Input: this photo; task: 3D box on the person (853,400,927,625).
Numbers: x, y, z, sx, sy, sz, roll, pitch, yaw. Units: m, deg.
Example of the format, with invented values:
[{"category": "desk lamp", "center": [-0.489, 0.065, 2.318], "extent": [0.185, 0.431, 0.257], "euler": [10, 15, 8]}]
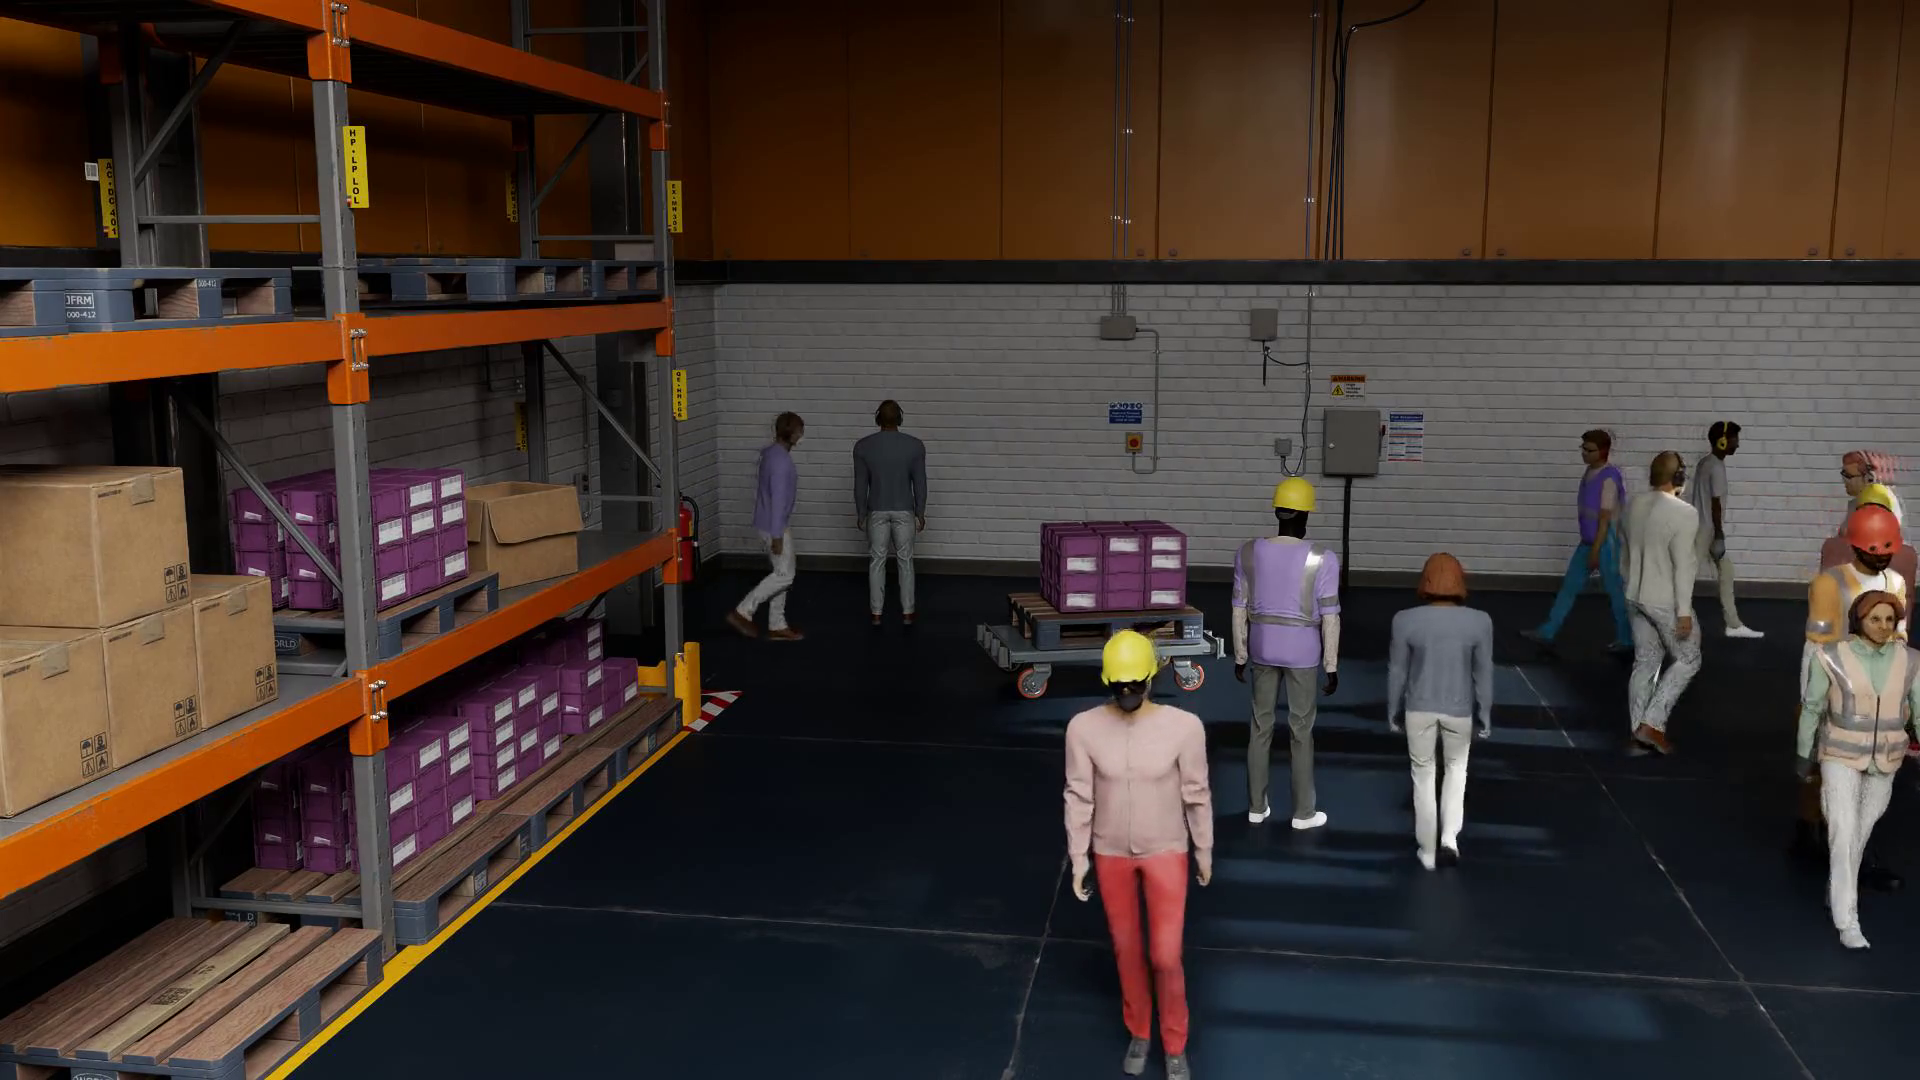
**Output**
[{"category": "person", "center": [-0.595, -0.233, 14.250], "extent": [0.629, 1.940, 0.372], "euler": [0, 9, 0]}]

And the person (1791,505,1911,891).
[{"category": "person", "center": [4.501, 0.769, 8.201], "extent": [0.572, 1.888, 0.812], "euler": [-4, 10, -24]}]

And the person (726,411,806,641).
[{"category": "person", "center": [-1.536, -0.092, 13.466], "extent": [0.593, 1.912, 0.662], "euler": [-1, 9, -5]}]

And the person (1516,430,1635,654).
[{"category": "person", "center": [4.927, 0.031, 13.063], "extent": [0.974, 1.788, 0.591], "euler": [0, 9, 3]}]

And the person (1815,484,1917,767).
[{"category": "person", "center": [5.451, 0.538, 10.055], "extent": [0.519, 1.760, 0.330], "euler": [5, 10, 27]}]

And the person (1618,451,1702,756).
[{"category": "person", "center": [4.361, 0.404, 10.381], "extent": [0.435, 1.915, 0.654], "euler": [-3, 10, -19]}]

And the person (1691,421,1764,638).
[{"category": "person", "center": [6.135, -0.080, 13.714], "extent": [0.982, 1.818, 0.537], "euler": [3, 10, 16]}]

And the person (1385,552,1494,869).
[{"category": "person", "center": [2.421, 0.863, 8.438], "extent": [0.521, 1.618, 0.342], "euler": [2, 9, 10]}]

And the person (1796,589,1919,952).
[{"category": "person", "center": [4.094, 1.033, 7.465], "extent": [0.536, 1.602, 0.821], "euler": [1, 9, 5]}]

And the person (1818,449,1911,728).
[{"category": "person", "center": [5.956, 0.349, 10.834], "extent": [0.551, 1.879, 0.677], "euler": [6, 11, 34]}]

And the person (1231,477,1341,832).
[{"category": "person", "center": [1.774, 0.617, 9.042], "extent": [0.593, 1.924, 0.381], "euler": [5, 10, 28]}]

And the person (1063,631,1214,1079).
[{"category": "person", "center": [0.657, 1.177, 6.160], "extent": [0.538, 1.739, 0.544], "euler": [2, 10, 15]}]
